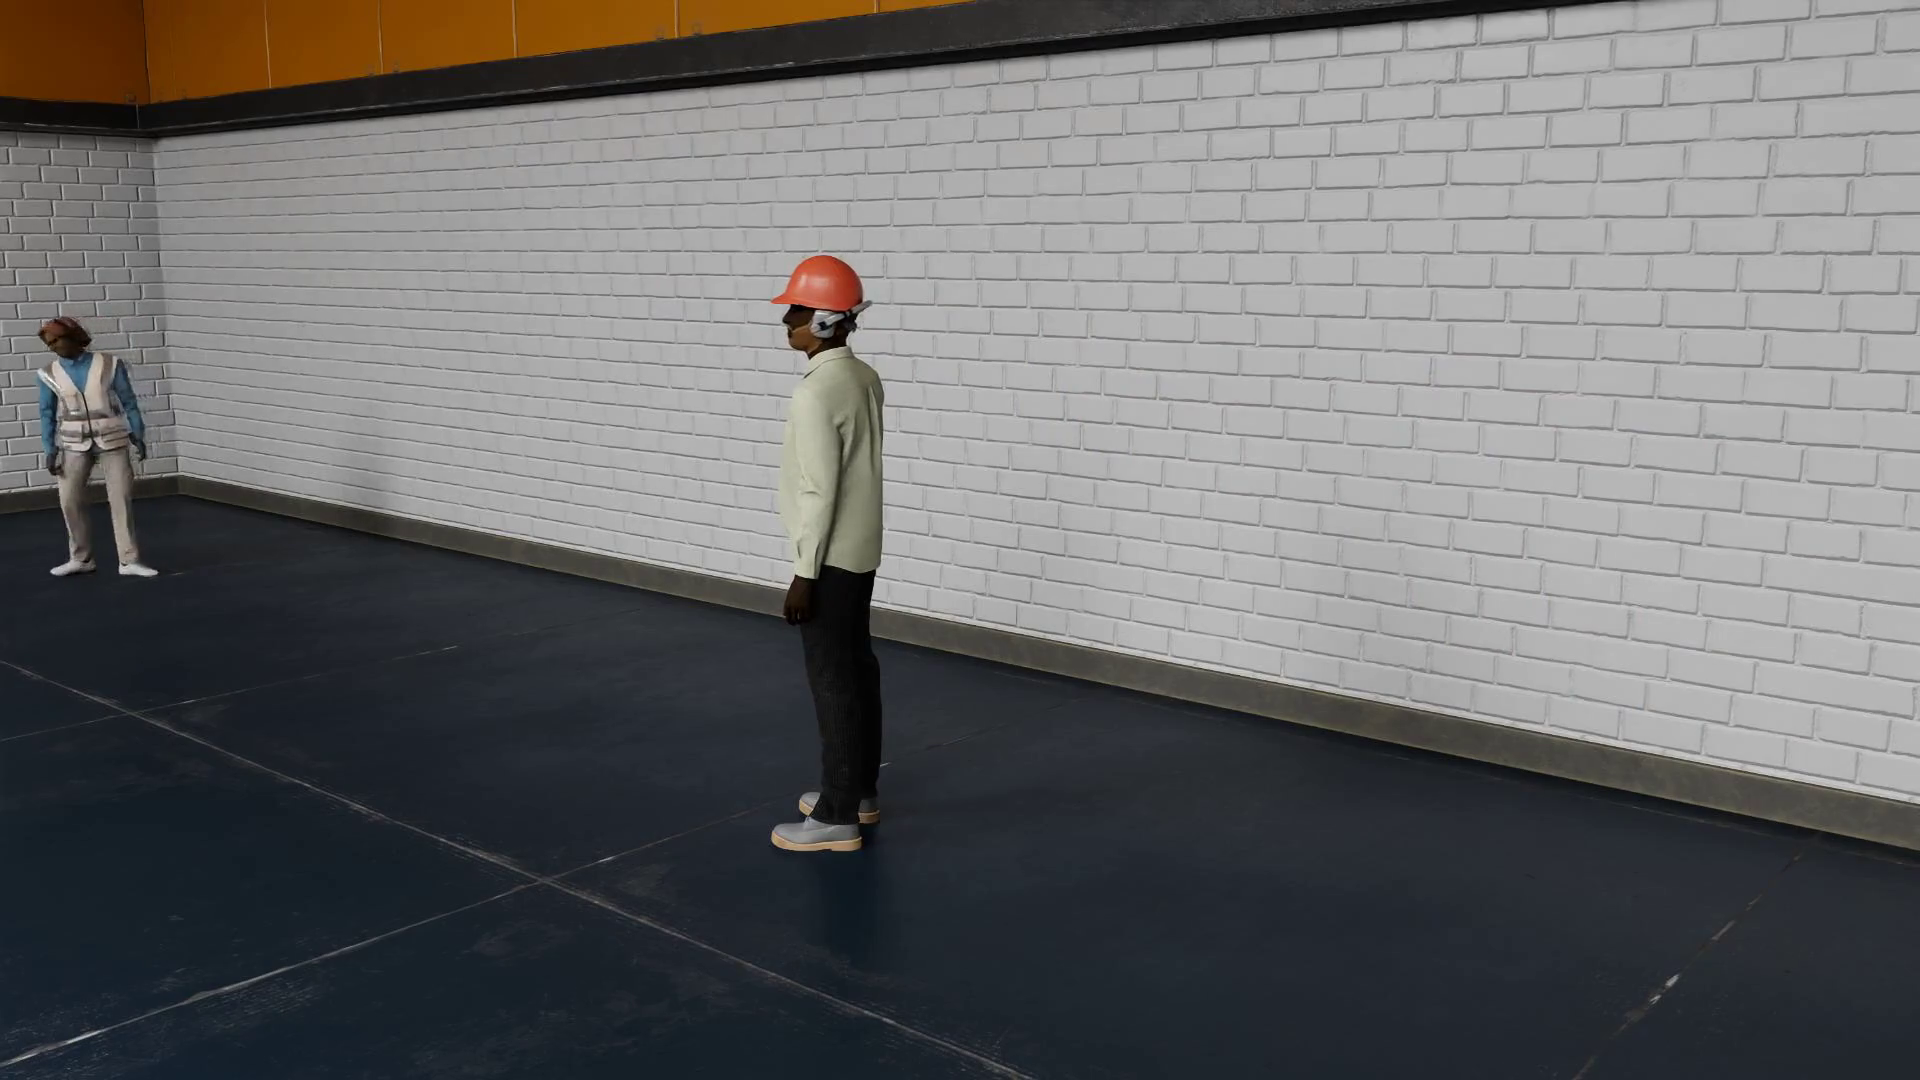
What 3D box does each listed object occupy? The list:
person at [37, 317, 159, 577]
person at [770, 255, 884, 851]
[{"bbox_3d":[-5.268,-0.553,10.150,0.634,1.613,0.323,-3,10,-17],"label":"person"},{"bbox_3d":[-0.438,0.050,5.623,0.375,1.997,0.612,2,10,13],"label":"person"}]
